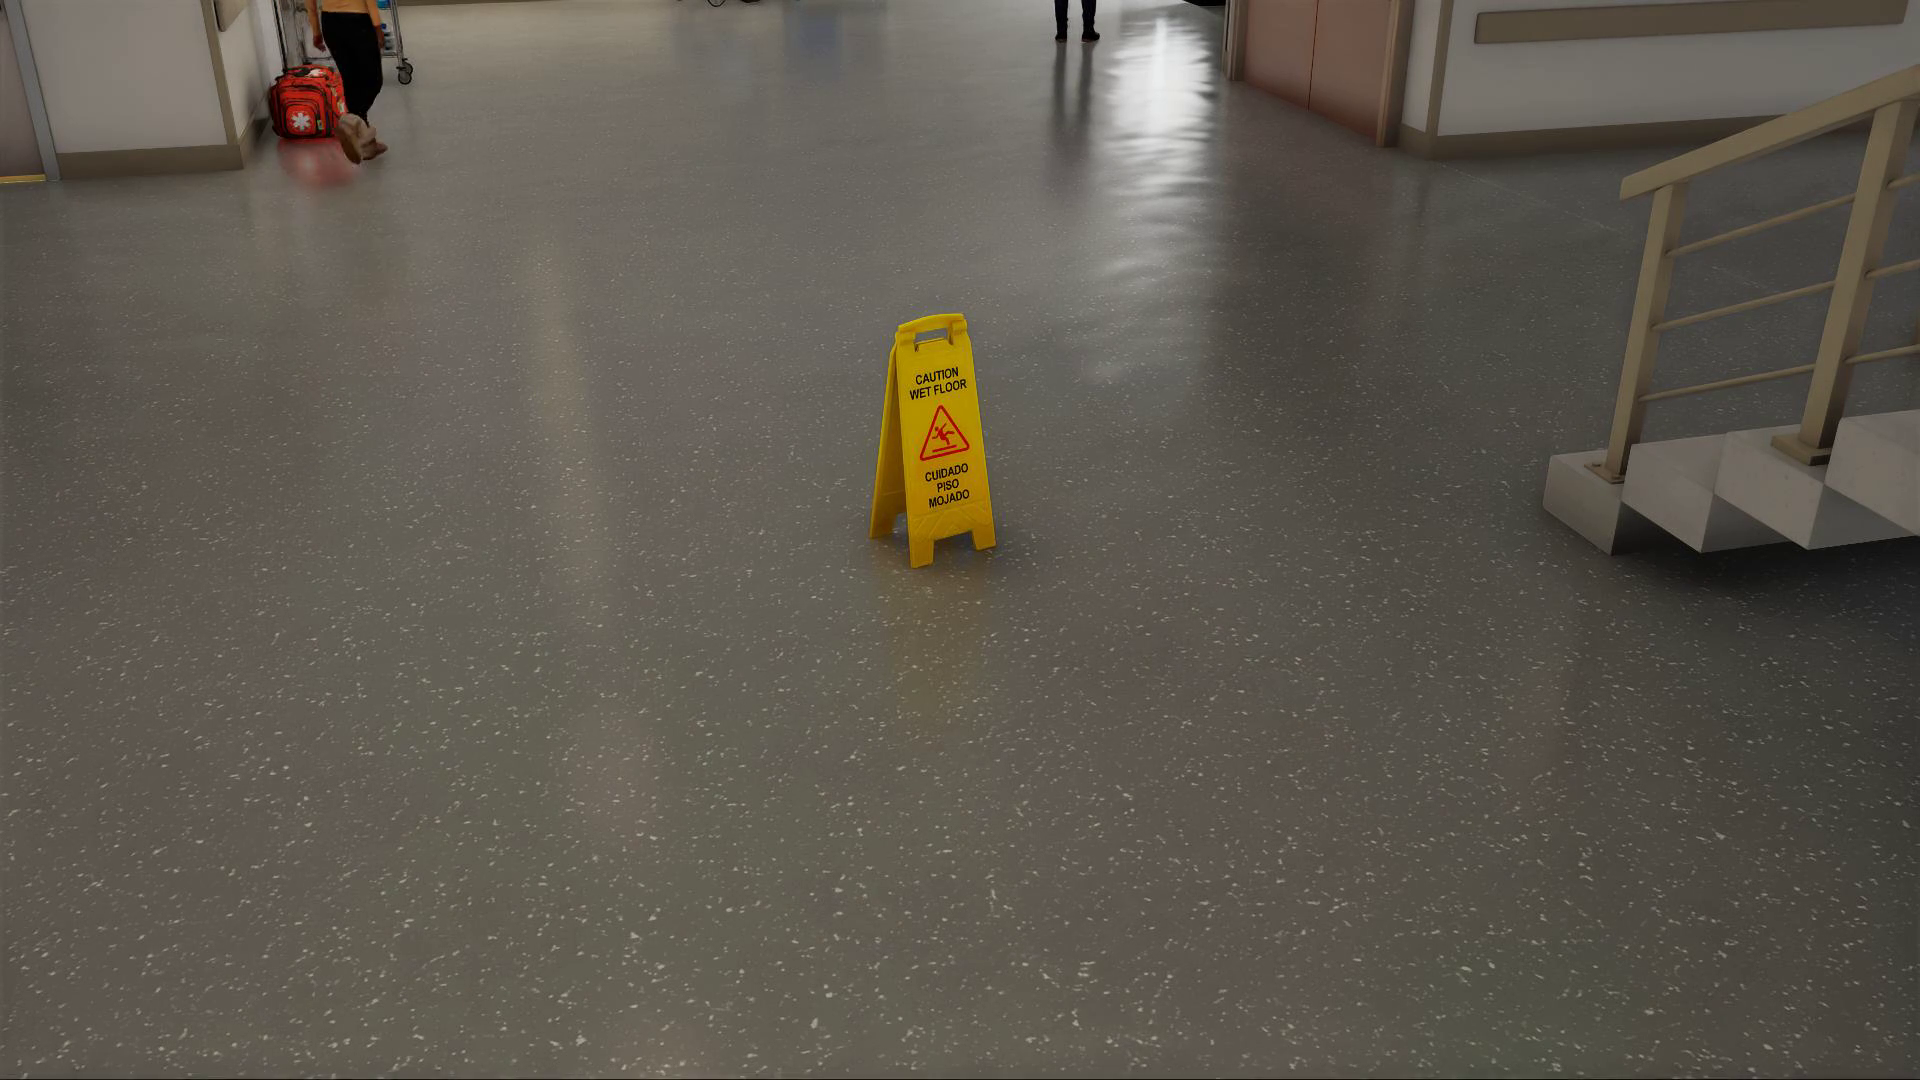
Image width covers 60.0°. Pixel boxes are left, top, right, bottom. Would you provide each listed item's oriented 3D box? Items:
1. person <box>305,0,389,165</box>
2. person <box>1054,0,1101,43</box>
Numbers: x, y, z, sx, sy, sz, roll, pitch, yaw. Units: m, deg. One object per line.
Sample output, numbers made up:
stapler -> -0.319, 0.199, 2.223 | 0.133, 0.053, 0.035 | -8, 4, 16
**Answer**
person -> -3.752, -3.102, 10.128 | 0.817, 1.644, 1.020 | 3, 26, 6
person -> 1.008, -5.291, 14.410 | 0.710, 1.868, 0.725 | 5, 26, 9
